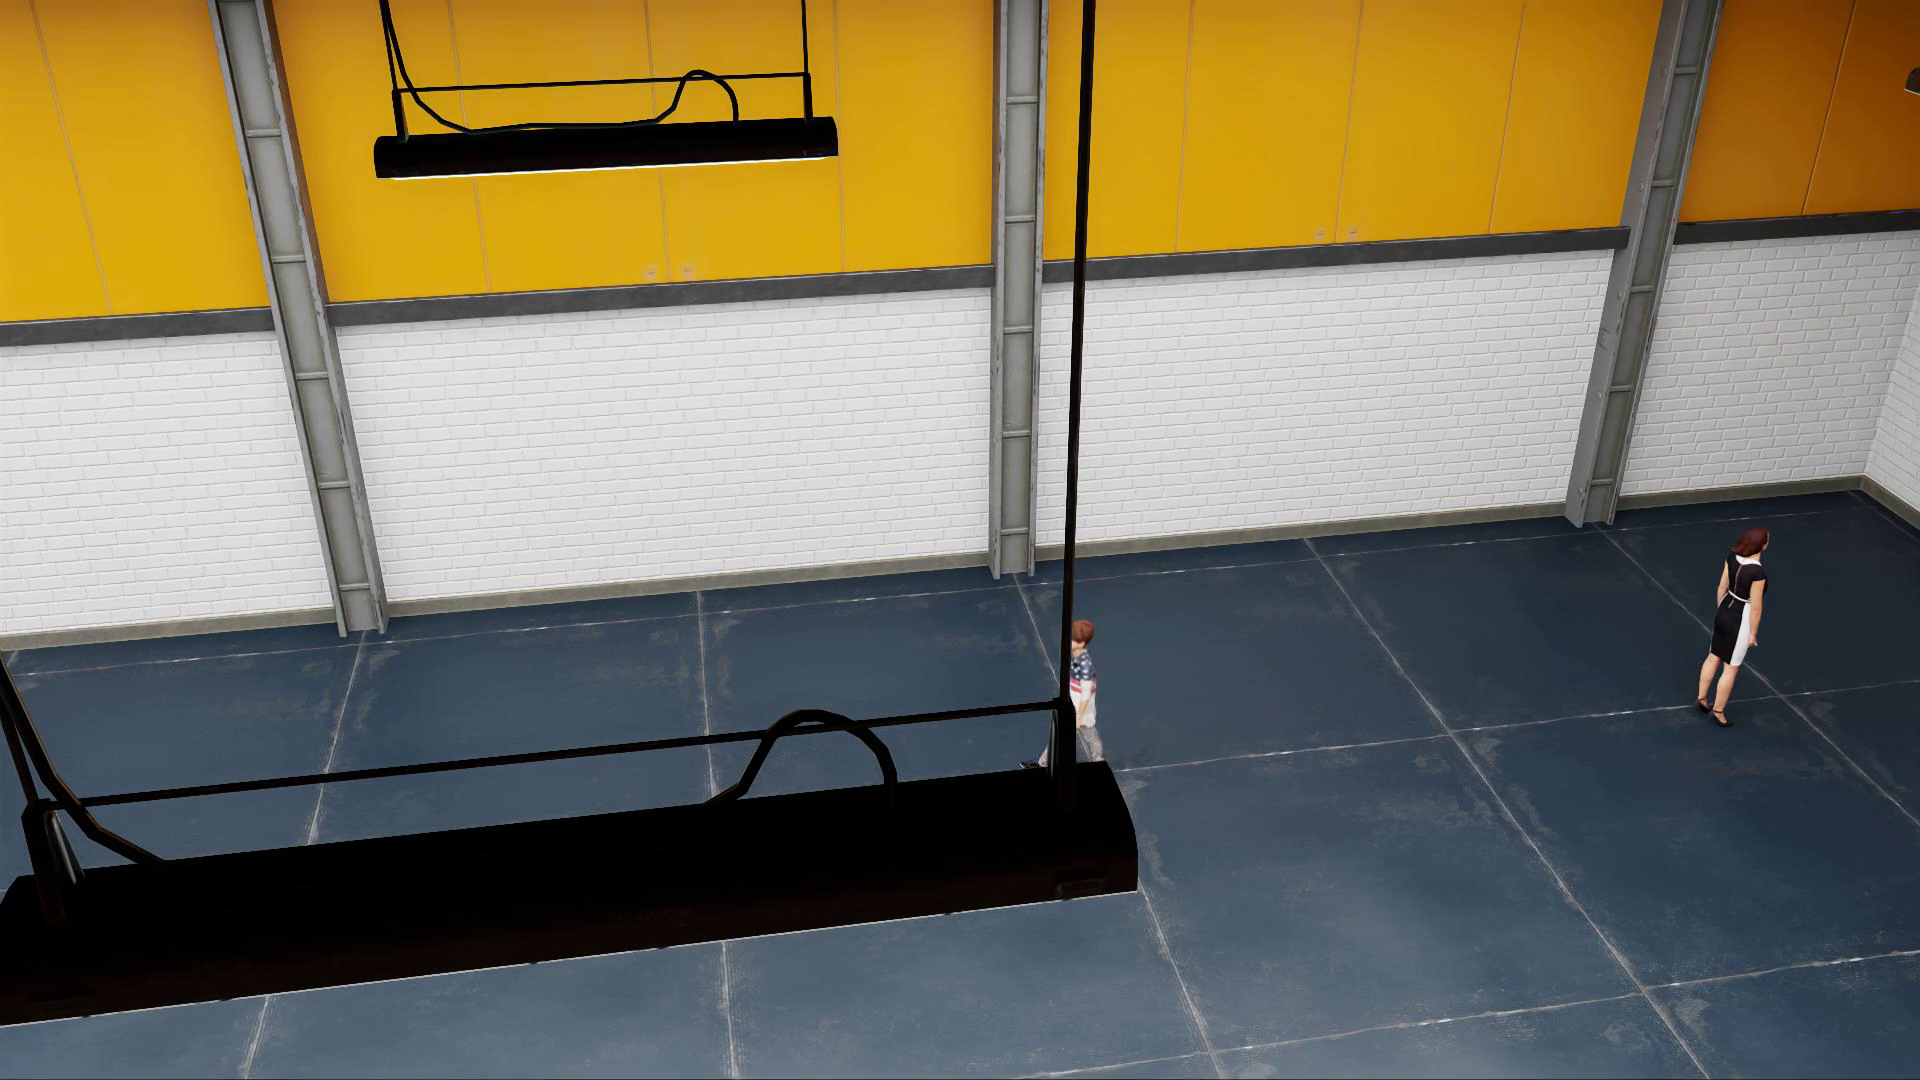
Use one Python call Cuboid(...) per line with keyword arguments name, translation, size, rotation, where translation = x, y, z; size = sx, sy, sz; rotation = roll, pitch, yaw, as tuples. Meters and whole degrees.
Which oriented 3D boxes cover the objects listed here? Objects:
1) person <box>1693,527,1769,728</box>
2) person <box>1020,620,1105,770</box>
Cuboid(name="person", translation=(6.244, 0.692, 13.417), size=(0.512, 1.792, 0.603), rotation=(-8, 30, -14))
Cuboid(name="person", translation=(0.972, 1.242, 12.810), size=(0.945, 1.408, 0.648), rotation=(-11, 30, -19))
